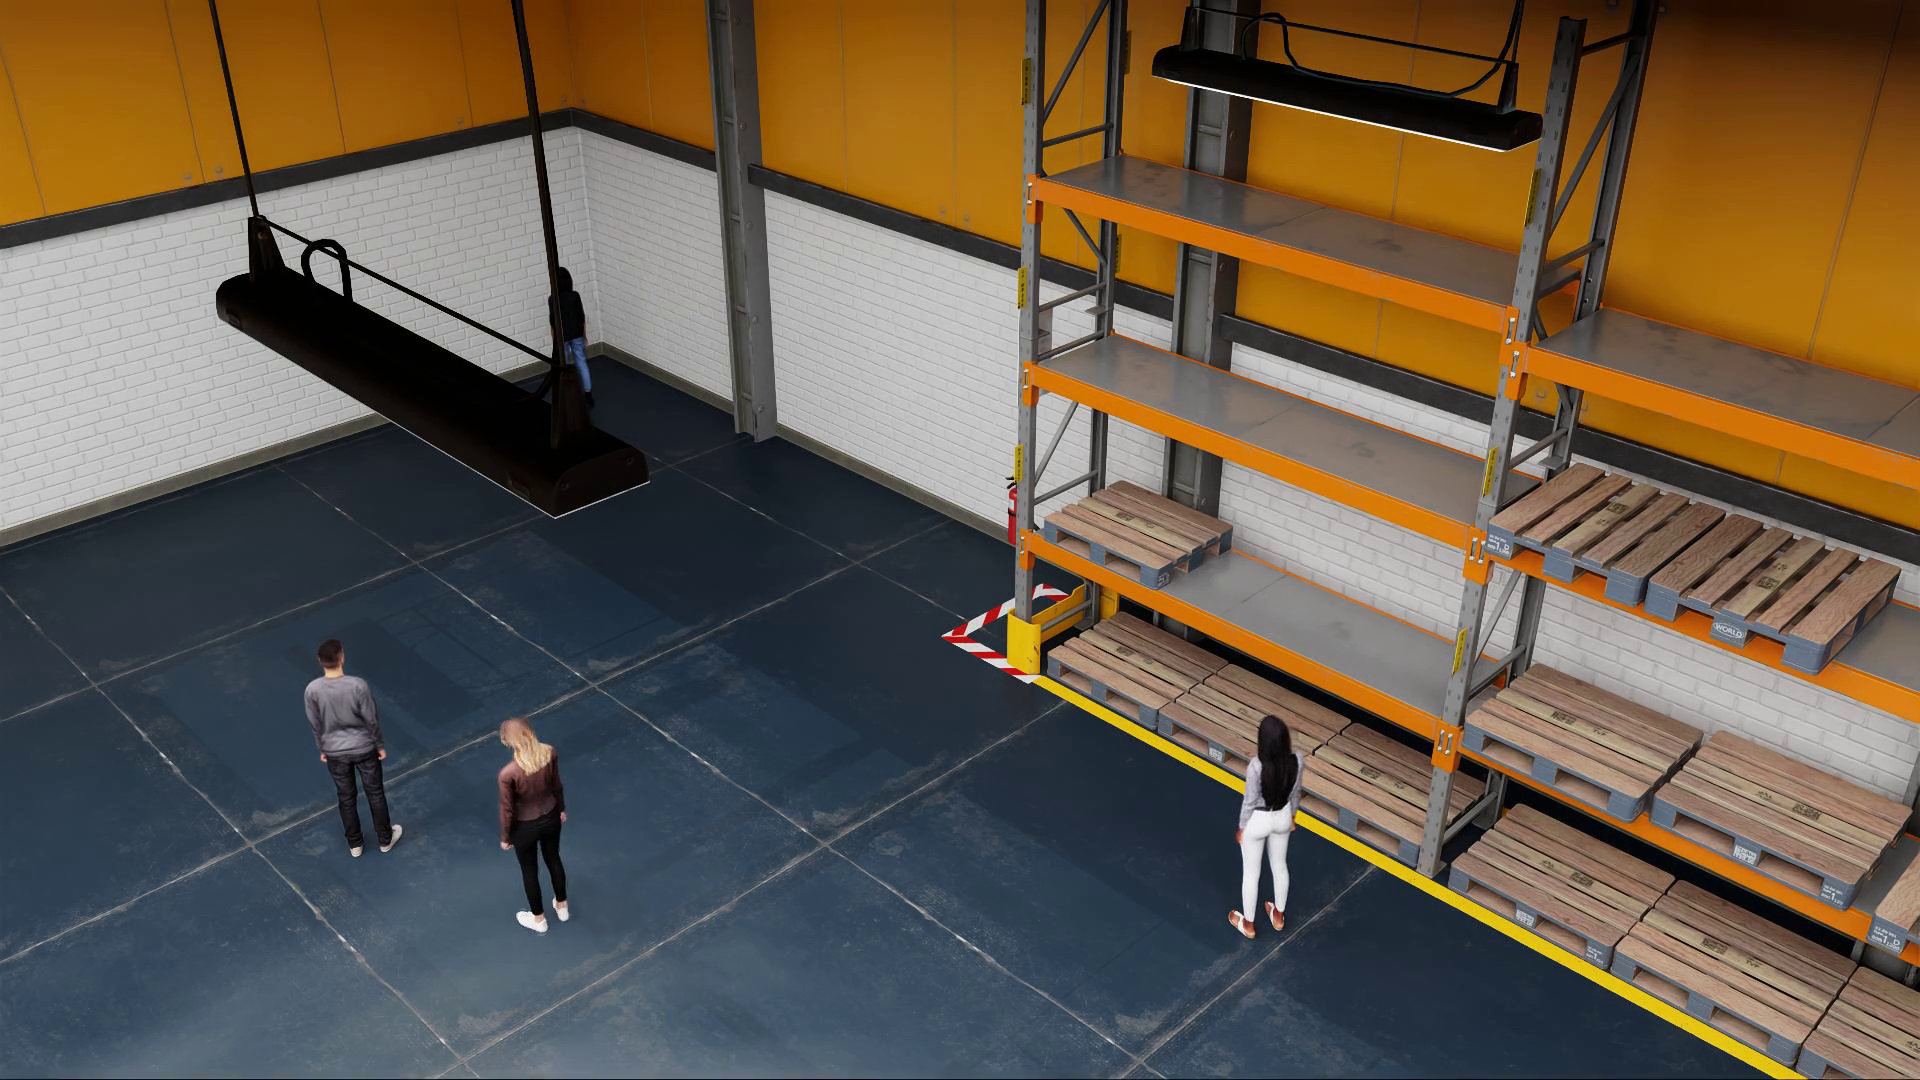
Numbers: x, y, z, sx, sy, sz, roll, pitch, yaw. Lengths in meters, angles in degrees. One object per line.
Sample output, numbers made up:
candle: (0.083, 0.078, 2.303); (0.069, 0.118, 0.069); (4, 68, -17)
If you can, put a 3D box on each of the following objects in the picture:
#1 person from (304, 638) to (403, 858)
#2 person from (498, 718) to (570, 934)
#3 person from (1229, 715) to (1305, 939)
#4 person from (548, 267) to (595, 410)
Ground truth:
person: (-4.340, 1.479, 11.846); (0.700, 1.761, 0.719); (-5, 29, -9)
person: (-2.845, 1.903, 11.133); (0.651, 1.699, 0.545); (-24, 37, -37)
person: (2.050, 1.901, 11.112); (0.667, 1.722, 0.648); (-9, 30, -17)
person: (-4.415, -2.267, 18.774); (0.636, 1.701, 0.631); (-14, 31, -23)
